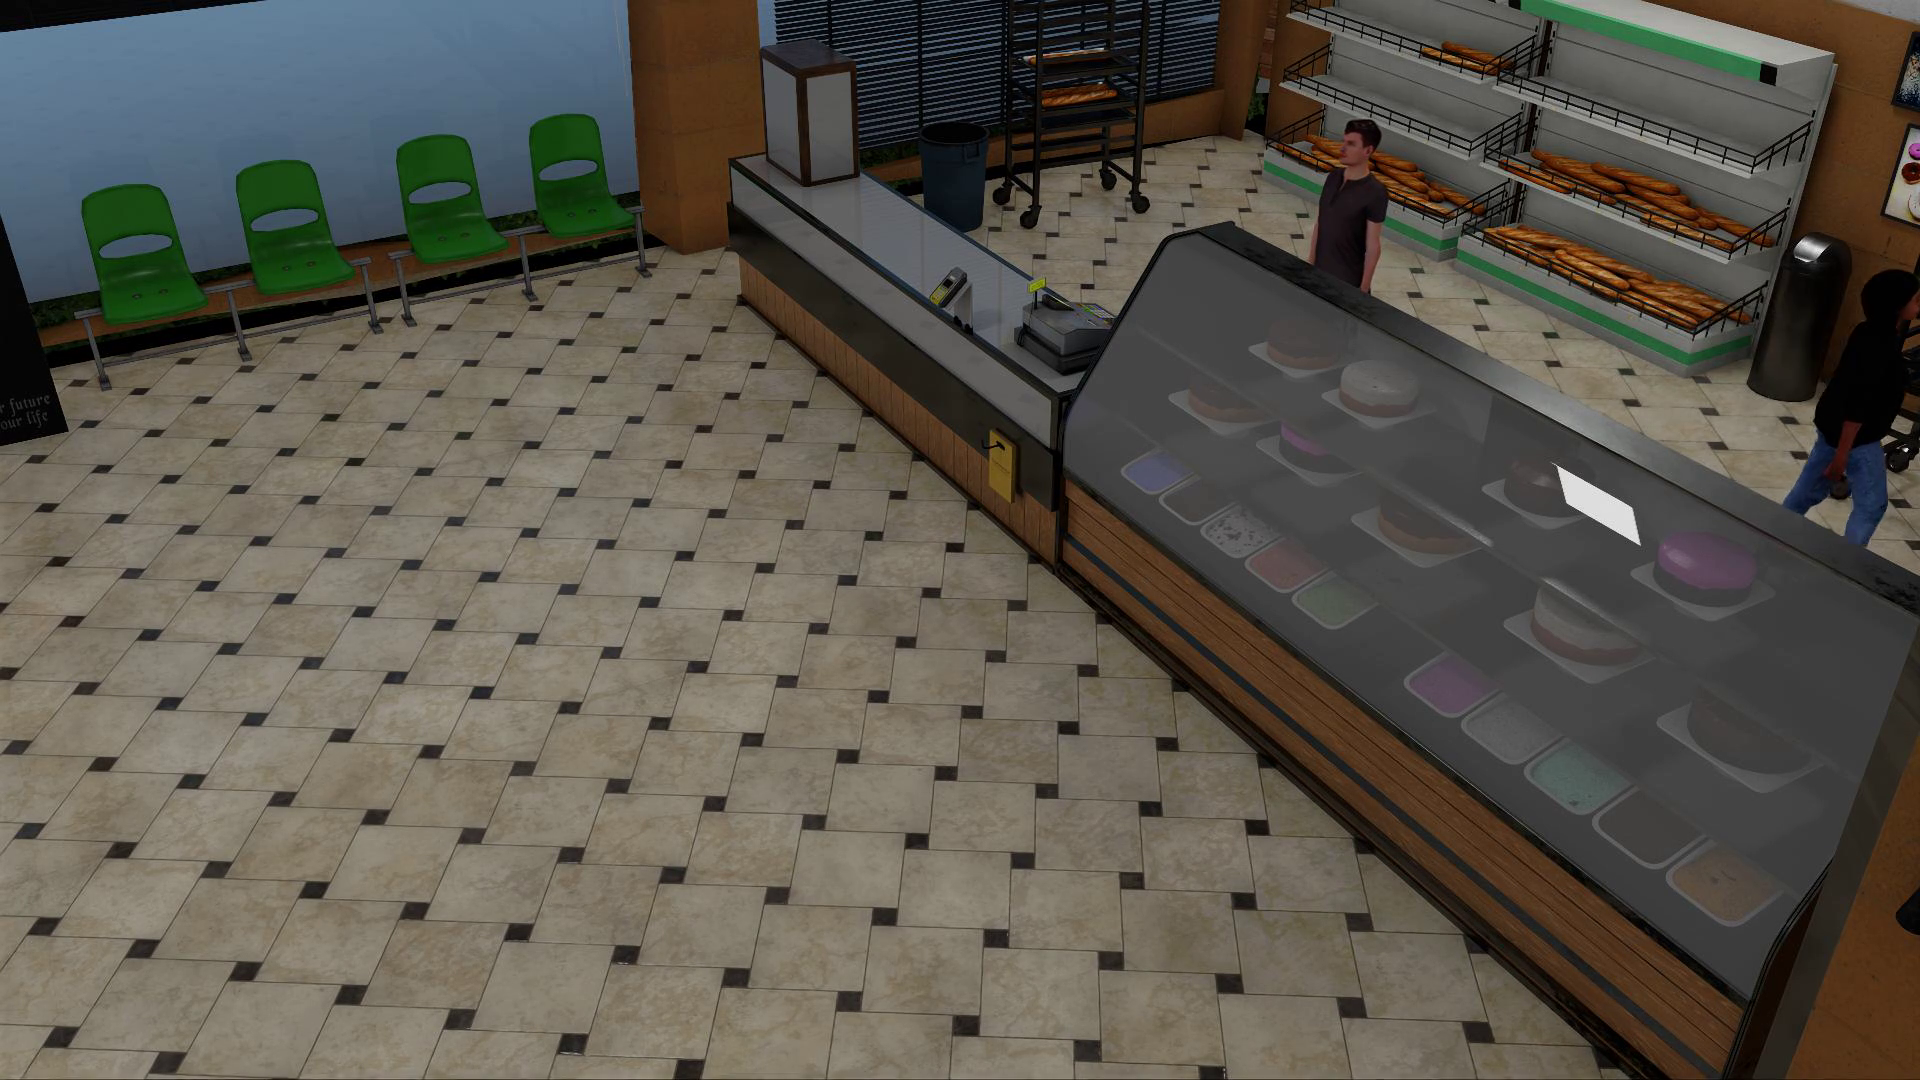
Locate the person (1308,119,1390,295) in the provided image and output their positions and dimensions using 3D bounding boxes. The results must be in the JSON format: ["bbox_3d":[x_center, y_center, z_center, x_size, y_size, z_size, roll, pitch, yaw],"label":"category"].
[{"bbox_3d":[2.142,-1.455,9.330,0.525,1.853,0.641,-17,36,-25],"label":"person"}]

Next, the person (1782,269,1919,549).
[{"bbox_3d":[4.123,-0.478,7.926,0.934,1.677,0.865,7,33,11],"label":"person"}]
